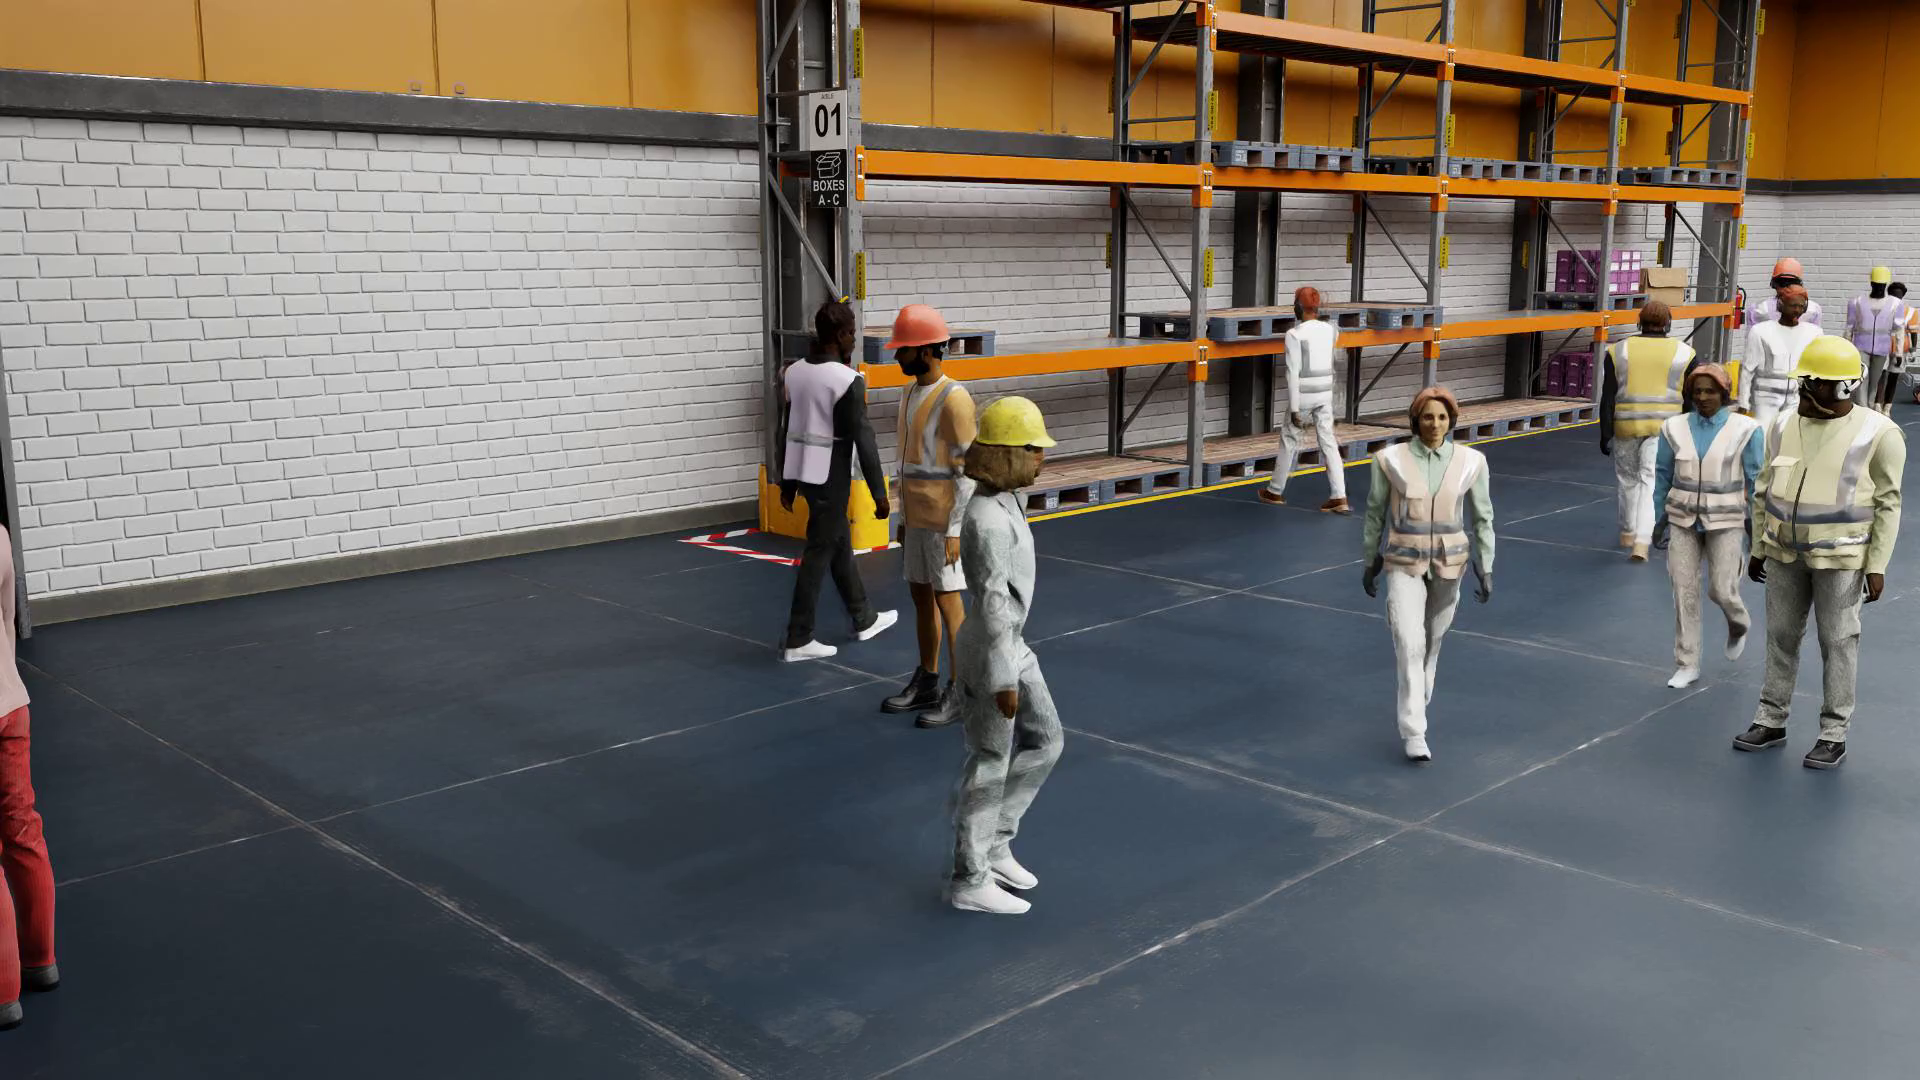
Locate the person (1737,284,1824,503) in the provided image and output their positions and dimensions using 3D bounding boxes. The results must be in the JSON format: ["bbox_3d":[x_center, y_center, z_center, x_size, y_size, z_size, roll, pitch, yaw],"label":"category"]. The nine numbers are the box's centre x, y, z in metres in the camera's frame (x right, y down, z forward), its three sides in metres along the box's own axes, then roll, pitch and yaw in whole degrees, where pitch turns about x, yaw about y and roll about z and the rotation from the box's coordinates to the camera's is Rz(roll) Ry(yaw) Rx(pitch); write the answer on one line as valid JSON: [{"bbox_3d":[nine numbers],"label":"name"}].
[{"bbox_3d":[6.525,-1.114,13.306,0.585,1.865,0.607,1,10,7],"label":"person"}]

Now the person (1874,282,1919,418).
[{"bbox_3d":[11.322,-2.283,20.199,0.557,1.656,0.819,4,11,22],"label":"person"}]

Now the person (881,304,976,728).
[{"bbox_3d":[-0.151,-0.104,7.610,0.379,1.931,0.548,-6,12,-30],"label":"person"}]

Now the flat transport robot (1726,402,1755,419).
[{"bbox_3d":[9.354,-1.456,19.514,0.652,0.197,1.431,7,13,35],"label":"flat transport robot"}]

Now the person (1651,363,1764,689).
[{"bbox_3d":[3.761,-0.082,8.321,0.539,1.621,0.547,10,14,42],"label":"person"}]

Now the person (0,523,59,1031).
[{"bbox_3d":[-2.822,0.516,4.680,0.325,1.769,0.524,0,10,0],"label":"person"}]

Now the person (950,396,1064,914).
[{"bbox_3d":[0.152,0.390,5.462,0.430,1.726,0.514,1,10,7],"label":"person"}]

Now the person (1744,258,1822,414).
[{"bbox_3d":[7.208,-1.453,14.659,0.607,2.044,0.379,3,11,13],"label":"person"}]

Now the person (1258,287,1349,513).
[{"bbox_3d":[2.847,-1.144,13.583,0.570,1.834,1.008,-5,12,-27],"label":"person"}]

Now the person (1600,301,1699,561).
[{"bbox_3d":[4.815,-0.769,11.637,0.640,1.796,0.973,5,11,25],"label":"person"}]

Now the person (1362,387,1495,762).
[{"bbox_3d":[2.044,0.128,7.250,0.536,1.586,0.856,1,10,4],"label":"person"}]

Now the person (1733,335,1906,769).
[{"bbox_3d":[3.624,0.050,7.047,0.403,1.827,0.600,-7,13,-34],"label":"person"}]

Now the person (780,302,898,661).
[{"bbox_3d":[-0.594,-0.315,8.890,0.916,1.878,0.628,-8,13,-38],"label":"person"}]

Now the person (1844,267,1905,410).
[{"bbox_3d":[10.577,-2.210,19.253,0.603,1.870,1.041,4,11,22],"label":"person"}]
